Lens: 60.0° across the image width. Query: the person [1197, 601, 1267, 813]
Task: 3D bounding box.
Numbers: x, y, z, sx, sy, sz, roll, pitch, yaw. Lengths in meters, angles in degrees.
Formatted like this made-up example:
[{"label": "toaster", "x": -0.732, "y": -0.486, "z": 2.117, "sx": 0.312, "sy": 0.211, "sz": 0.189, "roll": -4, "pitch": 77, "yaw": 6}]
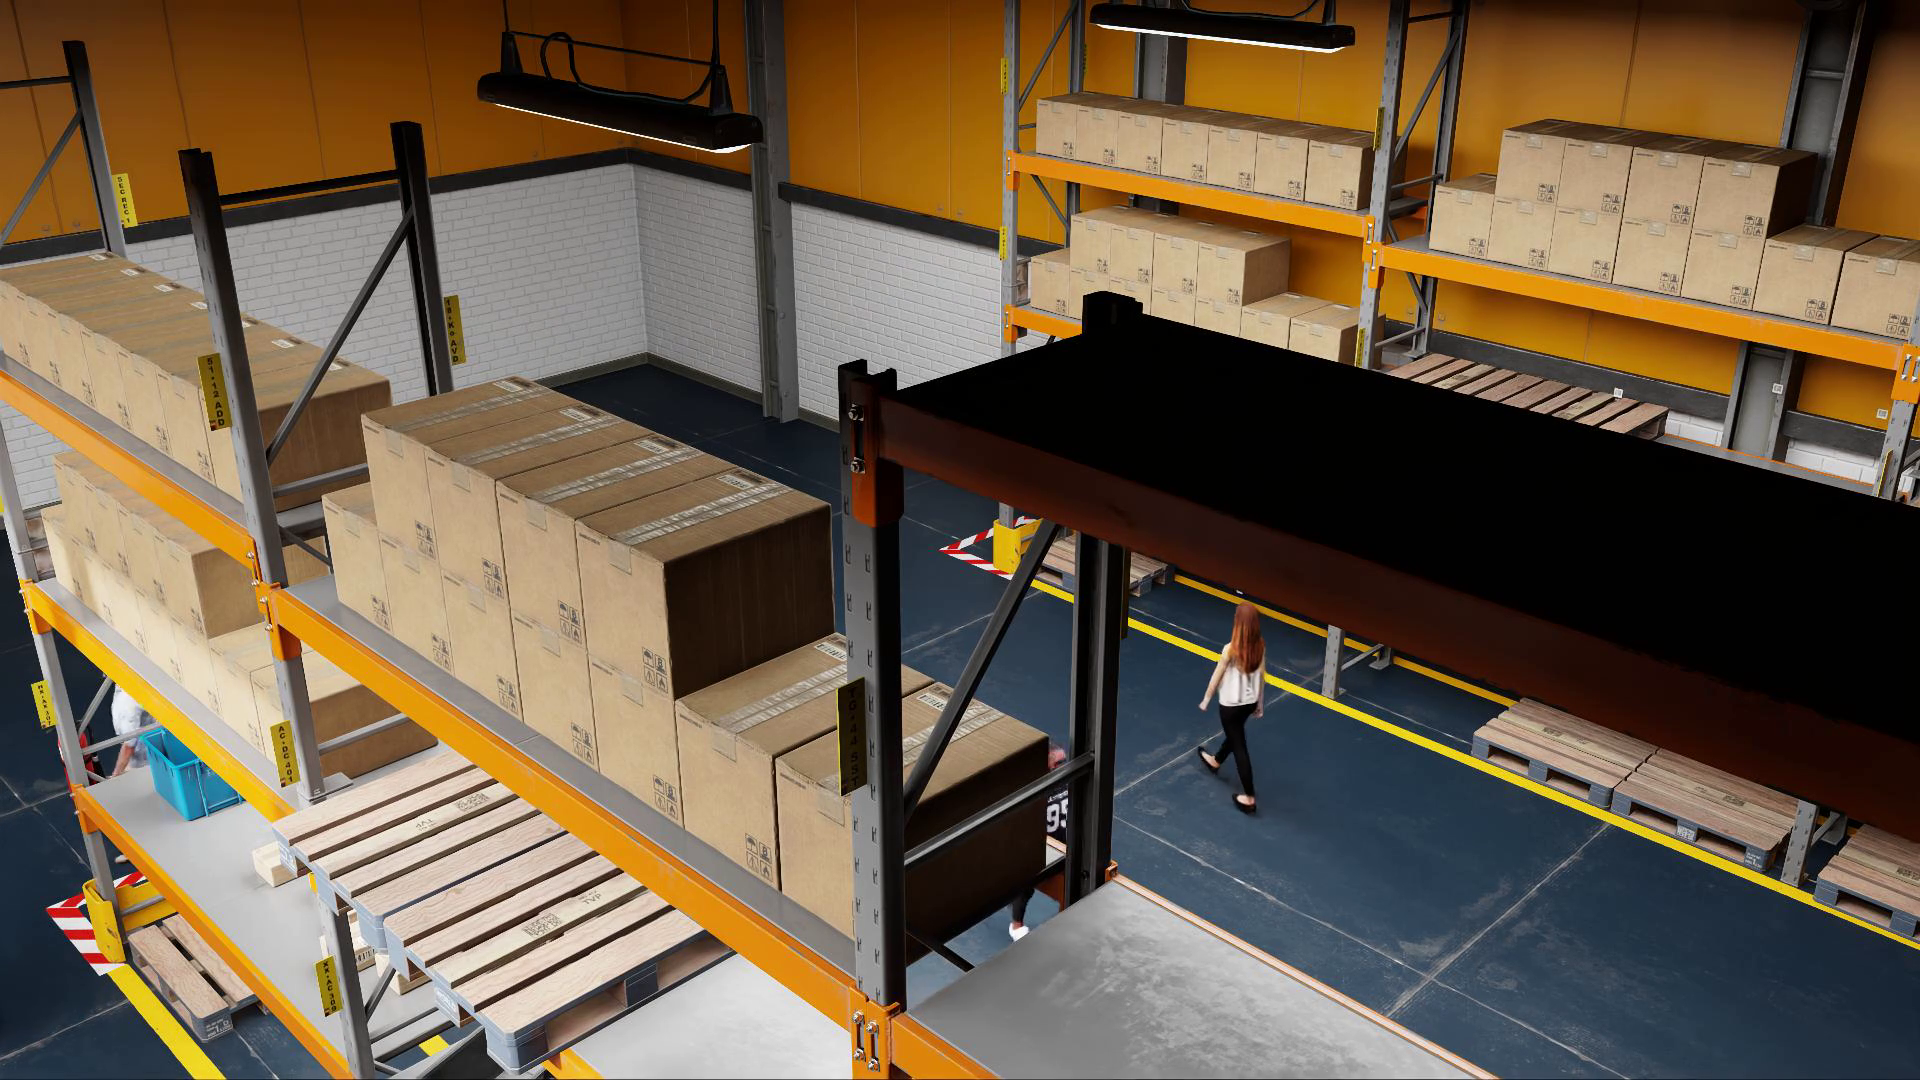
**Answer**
[{"label": "person", "x": 2.216, "y": 1.327, "z": 12.918, "sx": 0.716, "sy": 1.680, "sz": 1.092, "roll": -15, "pitch": 28, "yaw": -30}]
